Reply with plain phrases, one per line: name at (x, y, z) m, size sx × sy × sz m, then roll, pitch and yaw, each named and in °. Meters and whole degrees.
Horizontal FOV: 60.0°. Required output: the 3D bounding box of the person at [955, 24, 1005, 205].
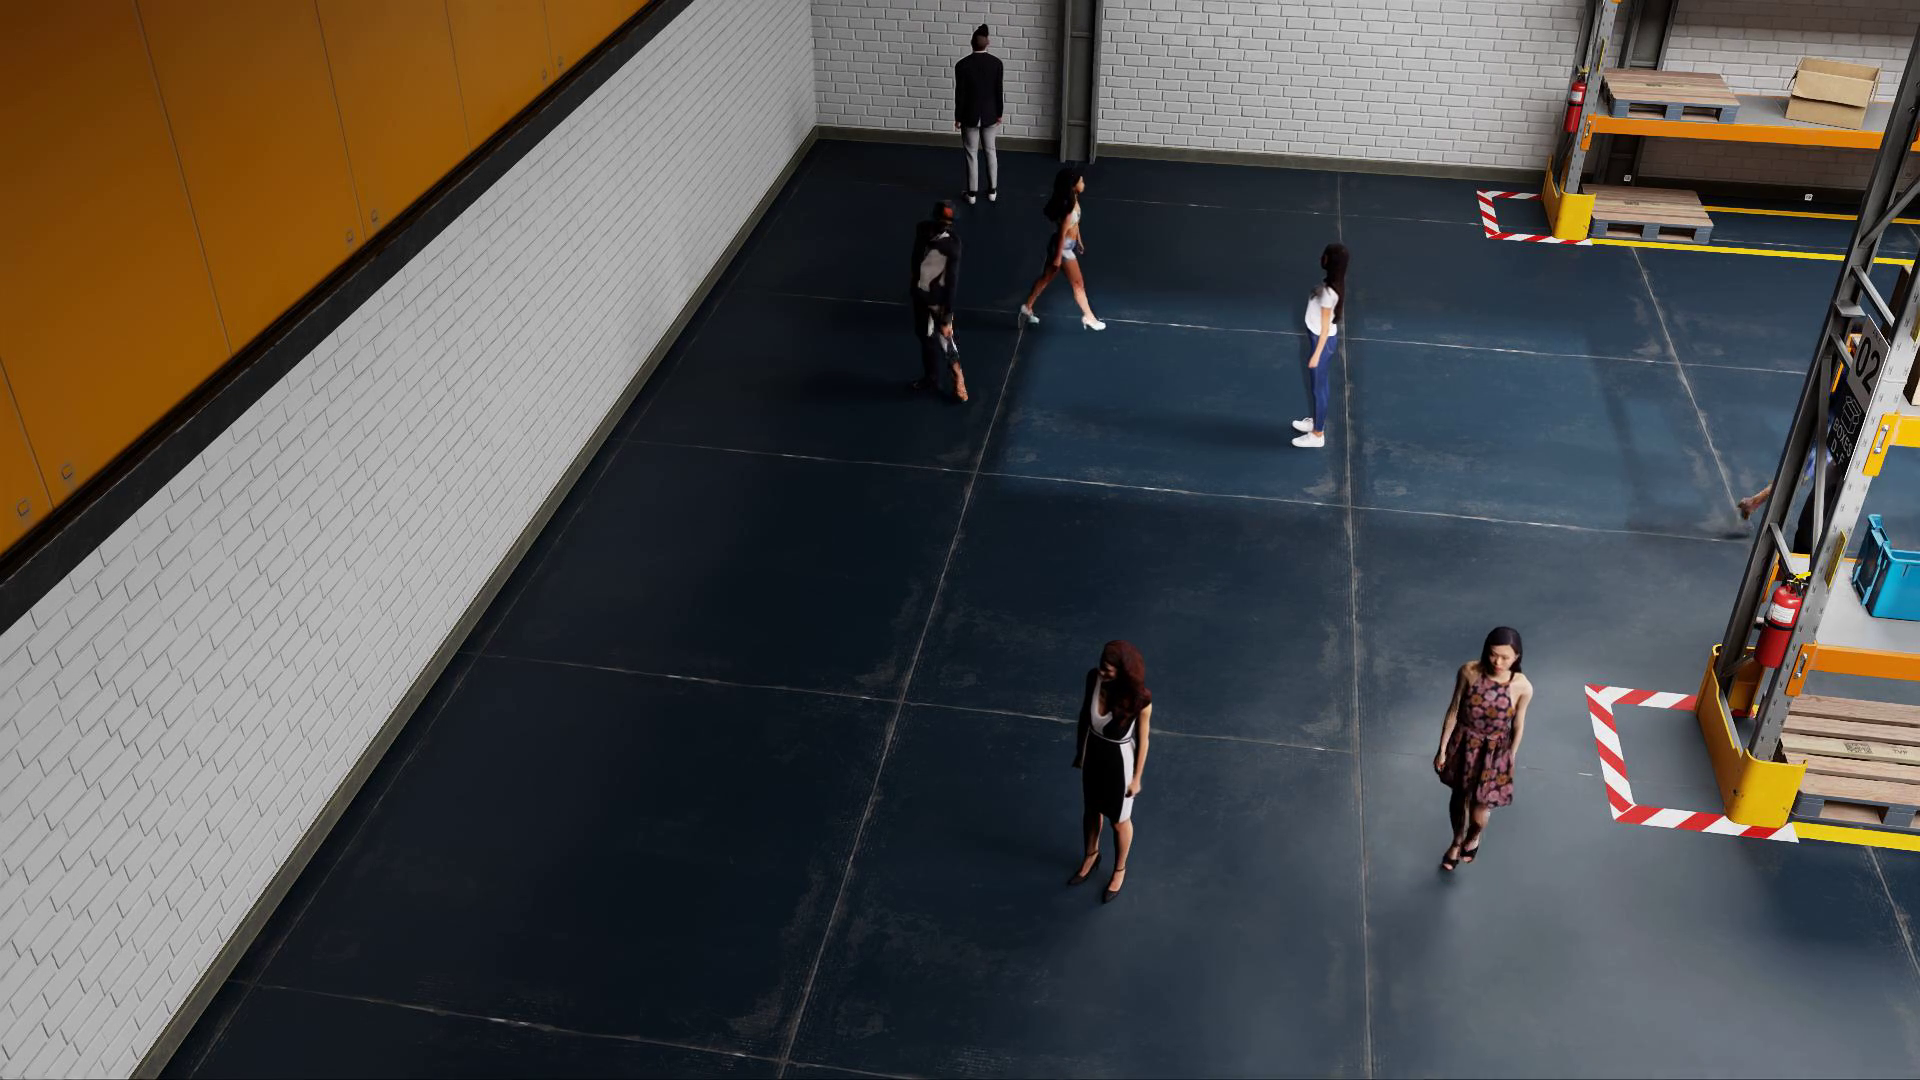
person at (0.212, -4.594, 17.899) m, size 0.700 × 1.949 × 0.849 m, roll -8°, pitch 34°, yaw -12°

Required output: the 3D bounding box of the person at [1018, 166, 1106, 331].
person at (0.865, -2.638, 15.292) m, size 1.063 × 1.579 × 0.631 m, roll 2°, pitch 34°, yaw 3°

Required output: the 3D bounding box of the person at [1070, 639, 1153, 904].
person at (0.832, 1.260, 9.230) m, size 0.592 × 1.796 × 0.714 m, roll 25°, pitch 41°, yaw 32°

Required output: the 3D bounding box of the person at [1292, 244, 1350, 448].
person at (2.962, -1.585, 13.530) m, size 0.550 × 1.774 × 0.612 m, roll 10°, pitch 35°, yaw 14°

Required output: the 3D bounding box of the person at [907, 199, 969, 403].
person at (-0.244, -2.088, 14.215) m, size 0.935 × 1.854 × 0.844 m, roll -15°, pitch 36°, yaw -21°

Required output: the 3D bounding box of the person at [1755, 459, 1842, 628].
person at (5.792, -0.032, 11.205) m, size 0.537 × 1.761 × 0.616 m, roll 7°, pitch 34°, yaw 10°

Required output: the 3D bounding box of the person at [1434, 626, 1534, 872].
person at (2.945, 1.160, 9.410) m, size 0.751 × 1.764 × 0.807 m, roll 18°, pitch 38°, yaw 25°

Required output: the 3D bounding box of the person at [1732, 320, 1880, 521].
person at (6.358, -0.791, 12.338) m, size 1.123 × 1.772 × 0.677 m, roll 3°, pitch 34°, yaw 5°
